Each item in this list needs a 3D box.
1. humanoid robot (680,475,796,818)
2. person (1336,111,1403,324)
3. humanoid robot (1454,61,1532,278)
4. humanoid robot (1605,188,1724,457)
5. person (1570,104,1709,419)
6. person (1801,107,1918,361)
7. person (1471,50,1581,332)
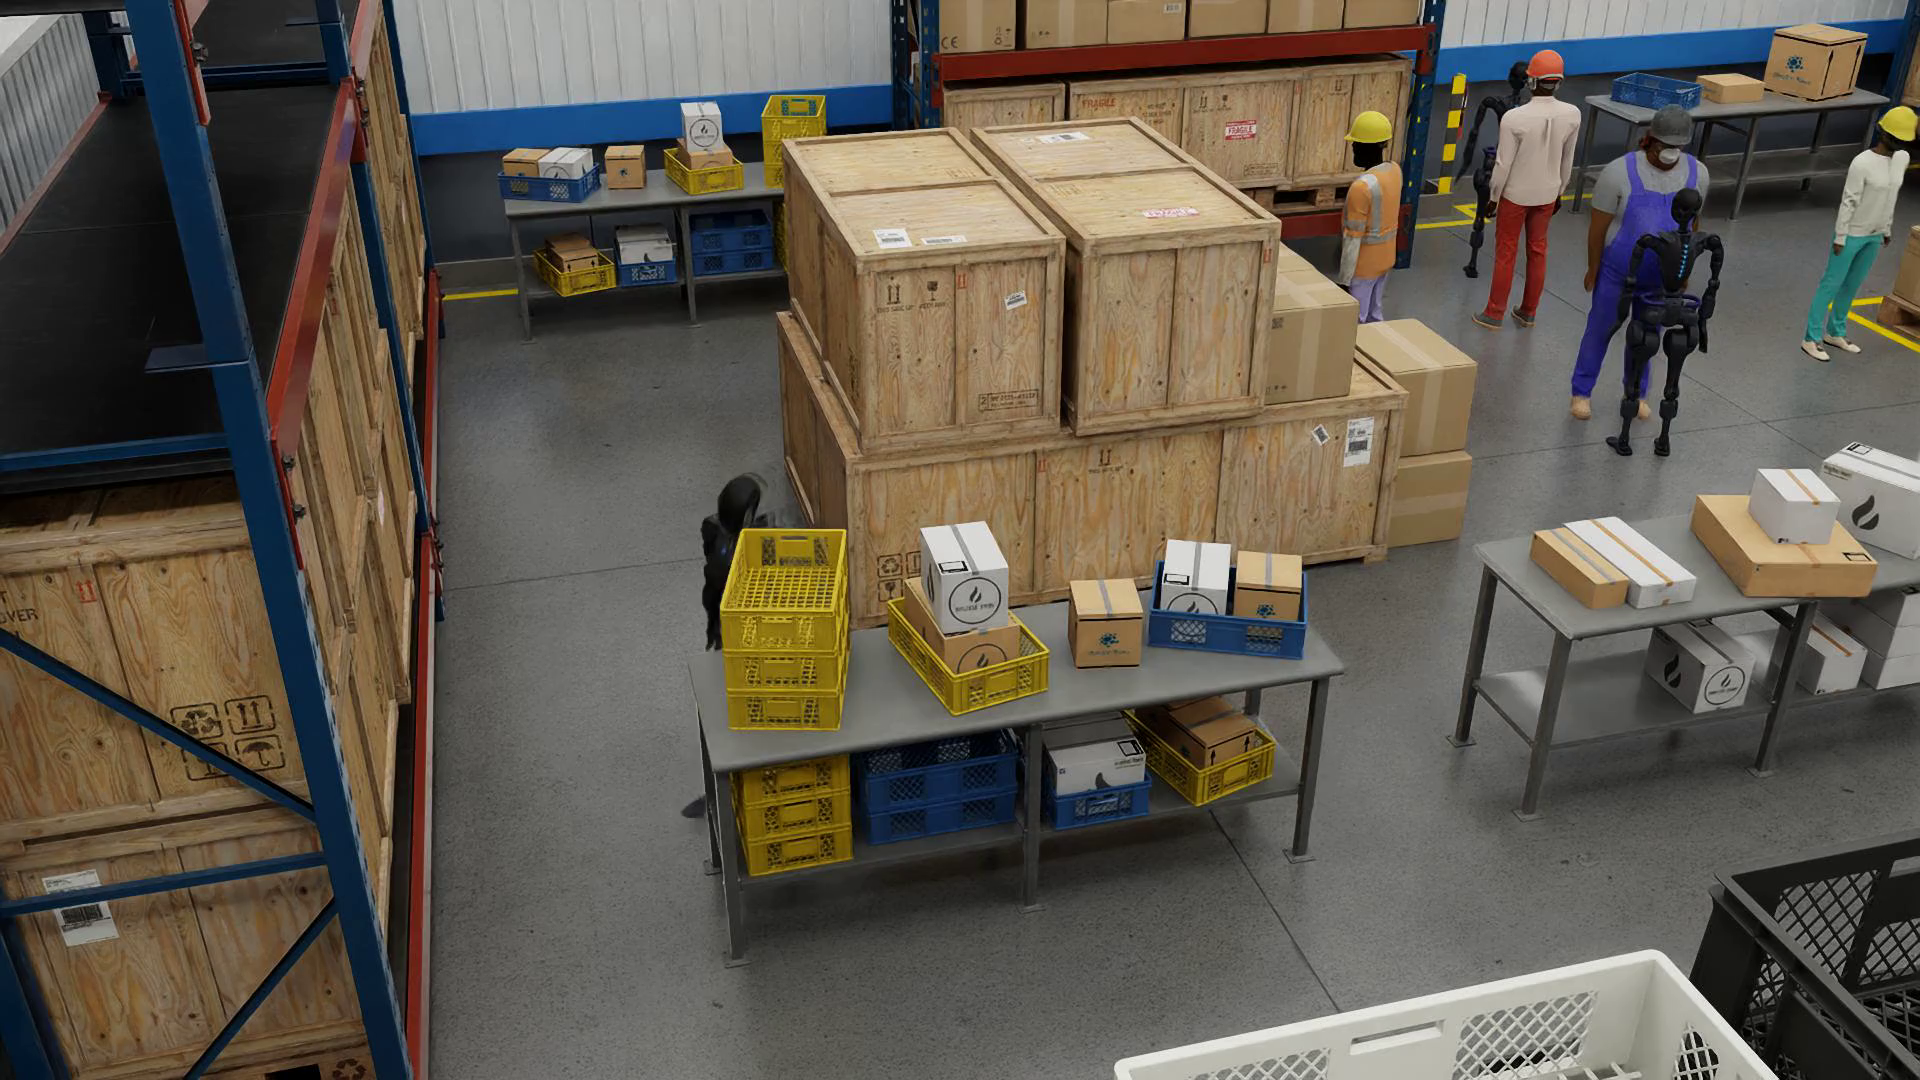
[{"bbox_3d":[-0.928,0.453,6.873,0.651,1.630,0.656,24,37,37],"label":"humanoid robot"},{"bbox_3d":[2.563,-1.776,10.637,0.405,1.918,0.582,19,34,31],"label":"person"},{"bbox_3d":[4.165,-2.860,12.844,0.634,1.653,0.377,6,29,11],"label":"humanoid robot"},{"bbox_3d":[4.236,-1.313,10.027,0.588,1.656,0.326,3,29,5],"label":"humanoid robot"},{"bbox_3d":[4.264,-1.712,10.389,0.686,2.000,0.536,0,29,0],"label":"person"},{"bbox_3d":[6.186,-2.090,11.366,0.526,1.757,0.337,-12,31,-21],"label":"person"},{"bbox_3d":[4.015,-2.454,11.784,0.607,1.995,0.376,-7,30,-12],"label":"person"}]
